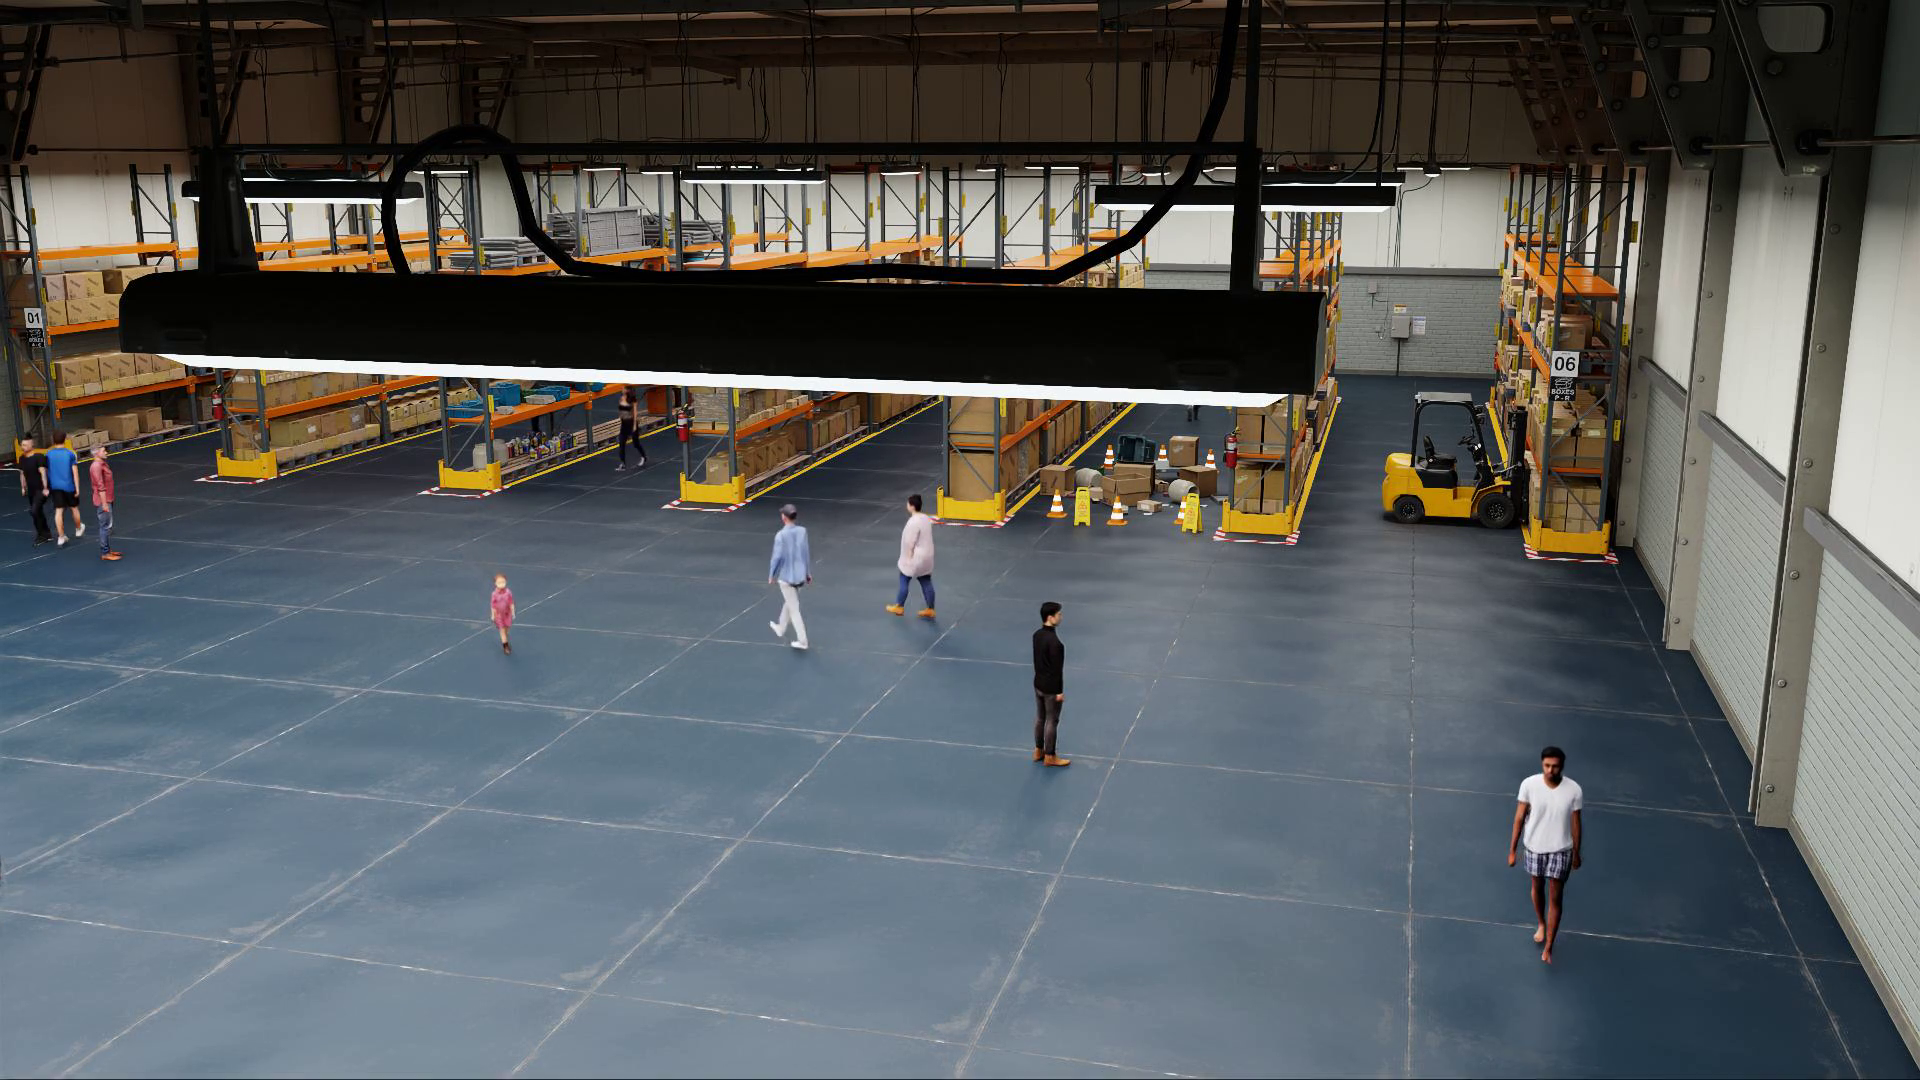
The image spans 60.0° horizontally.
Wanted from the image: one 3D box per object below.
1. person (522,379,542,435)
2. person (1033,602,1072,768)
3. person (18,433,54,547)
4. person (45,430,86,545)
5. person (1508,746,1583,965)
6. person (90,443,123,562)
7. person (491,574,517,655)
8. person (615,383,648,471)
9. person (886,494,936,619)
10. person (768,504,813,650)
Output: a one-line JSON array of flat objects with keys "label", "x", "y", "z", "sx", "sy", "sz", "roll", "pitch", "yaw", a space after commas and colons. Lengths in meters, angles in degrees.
[{"label": "person", "x": -9.510, "y": -3.130, "z": 37.149, "sx": 0.618, "sy": 1.717, "sz": 1.094, "roll": 3, "pitch": 13, "yaw": 13}, {"label": "person", "x": 0.916, "y": 1.480, "z": 17.230, "sx": 0.784, "sy": 1.723, "sz": 0.699, "roll": -6, "pitch": 14, "yaw": -24}, {"label": "person", "x": -14.889, "y": -0.831, "z": 26.944, "sx": 0.759, "sy": 1.843, "sz": 0.810, "roll": 6, "pitch": 14, "yaw": 24}, {"label": "person", "x": -14.567, "y": -0.822, "z": 26.957, "sx": 1.081, "sy": 1.820, "sz": 1.295, "roll": -4, "pitch": 14, "yaw": -17}, {"label": "person", "x": 4.679, "y": 2.427, "z": 13.203, "sx": 0.816, "sy": 1.694, "sz": 1.098, "roll": 6, "pitch": 14, "yaw": 25}, {"label": "person", "x": -13.414, "y": -0.613, "z": 26.029, "sx": 0.813, "sy": 1.831, "sz": 0.728, "roll": -6, "pitch": 14, "yaw": -24}, {"label": "person", "x": -5.831, "y": 0.917, "z": 21.234, "sx": 0.693, "sy": 1.013, "sz": 0.780, "roll": -6, "pitch": 14, "yaw": -25}, {"label": "person", "x": -6.583, "y": -2.276, "z": 33.438, "sx": 0.789, "sy": 1.728, "sz": 1.230, "roll": 6, "pitch": 14, "yaw": 25}, {"label": "person", "x": -0.501, "y": 0.238, "z": 22.603, "sx": 0.921, "sy": 1.718, "sz": 0.963, "roll": 9, "pitch": 16, "yaw": 34}, {"label": "person", "x": -2.094, "y": 0.503, "z": 21.177, "sx": 1.154, "sy": 1.845, "sz": 1.095, "roll": -12, "pitch": 18, "yaw": -42}]
